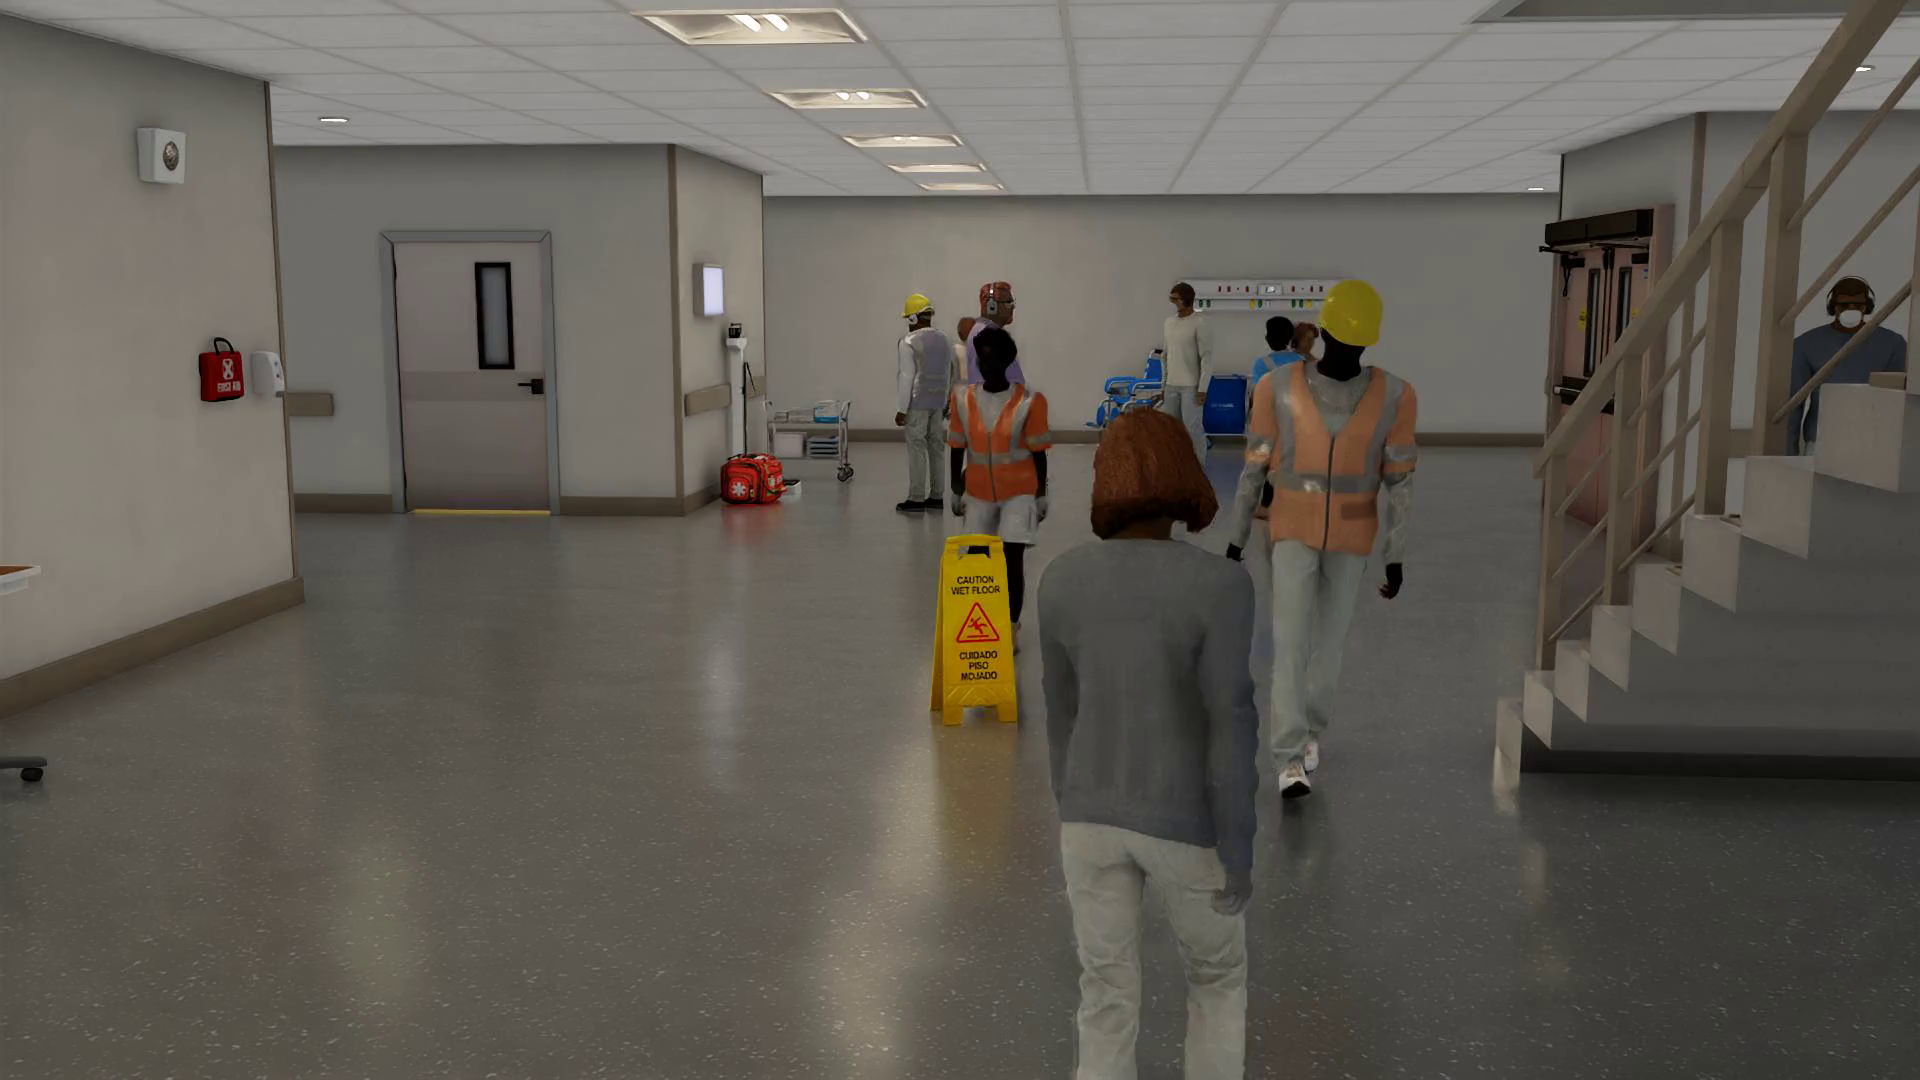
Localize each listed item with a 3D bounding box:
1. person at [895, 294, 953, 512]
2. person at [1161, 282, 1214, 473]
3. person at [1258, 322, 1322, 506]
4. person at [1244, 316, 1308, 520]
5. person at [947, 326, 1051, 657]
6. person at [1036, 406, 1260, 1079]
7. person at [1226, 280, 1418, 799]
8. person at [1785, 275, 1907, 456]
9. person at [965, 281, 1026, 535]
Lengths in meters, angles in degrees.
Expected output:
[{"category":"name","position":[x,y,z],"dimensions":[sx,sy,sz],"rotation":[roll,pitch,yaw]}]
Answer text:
[{"category":"person","position":[-0.327,-1.145,13.976],"dimensions":[0.403,1.826,0.586],"rotation":[7,11,41]},{"category":"person","position":[2.091,-1.418,15.452],"dimensions":[0.355,1.936,0.633],"rotation":[-5,10,-32]},{"category":"person","position":[2.703,-0.986,13.639],"dimensions":[0.551,1.607,0.711],"rotation":[-6,10,-33]},{"category":"person","position":[2.532,-0.928,13.127],"dimensions":[0.537,1.676,0.817],"rotation":[-5,10,-31]},{"category":"person","position":[0.235,-0.257,8.476],"dimensions":[0.545,1.671,0.612],"rotation":[3,9,21]},{"category":"person","position":[0.353,0.550,3.191],"dimensions":[0.509,1.597,0.523],"rotation":[5,10,31]},{"category":"person","position":[1.309,0.004,6.032],"dimensions":[0.656,1.859,0.960],"rotation":[1,8,7]},{"category":"person","position":[5.044,-0.539,9.524],"dimensions":[0.636,1.929,0.372],"rotation":[2,9,16]},{"category":"person","position":[0.244,-0.775,11.184],"dimensions":[0.408,1.909,0.638],"rotation":[1,8,4]}]
